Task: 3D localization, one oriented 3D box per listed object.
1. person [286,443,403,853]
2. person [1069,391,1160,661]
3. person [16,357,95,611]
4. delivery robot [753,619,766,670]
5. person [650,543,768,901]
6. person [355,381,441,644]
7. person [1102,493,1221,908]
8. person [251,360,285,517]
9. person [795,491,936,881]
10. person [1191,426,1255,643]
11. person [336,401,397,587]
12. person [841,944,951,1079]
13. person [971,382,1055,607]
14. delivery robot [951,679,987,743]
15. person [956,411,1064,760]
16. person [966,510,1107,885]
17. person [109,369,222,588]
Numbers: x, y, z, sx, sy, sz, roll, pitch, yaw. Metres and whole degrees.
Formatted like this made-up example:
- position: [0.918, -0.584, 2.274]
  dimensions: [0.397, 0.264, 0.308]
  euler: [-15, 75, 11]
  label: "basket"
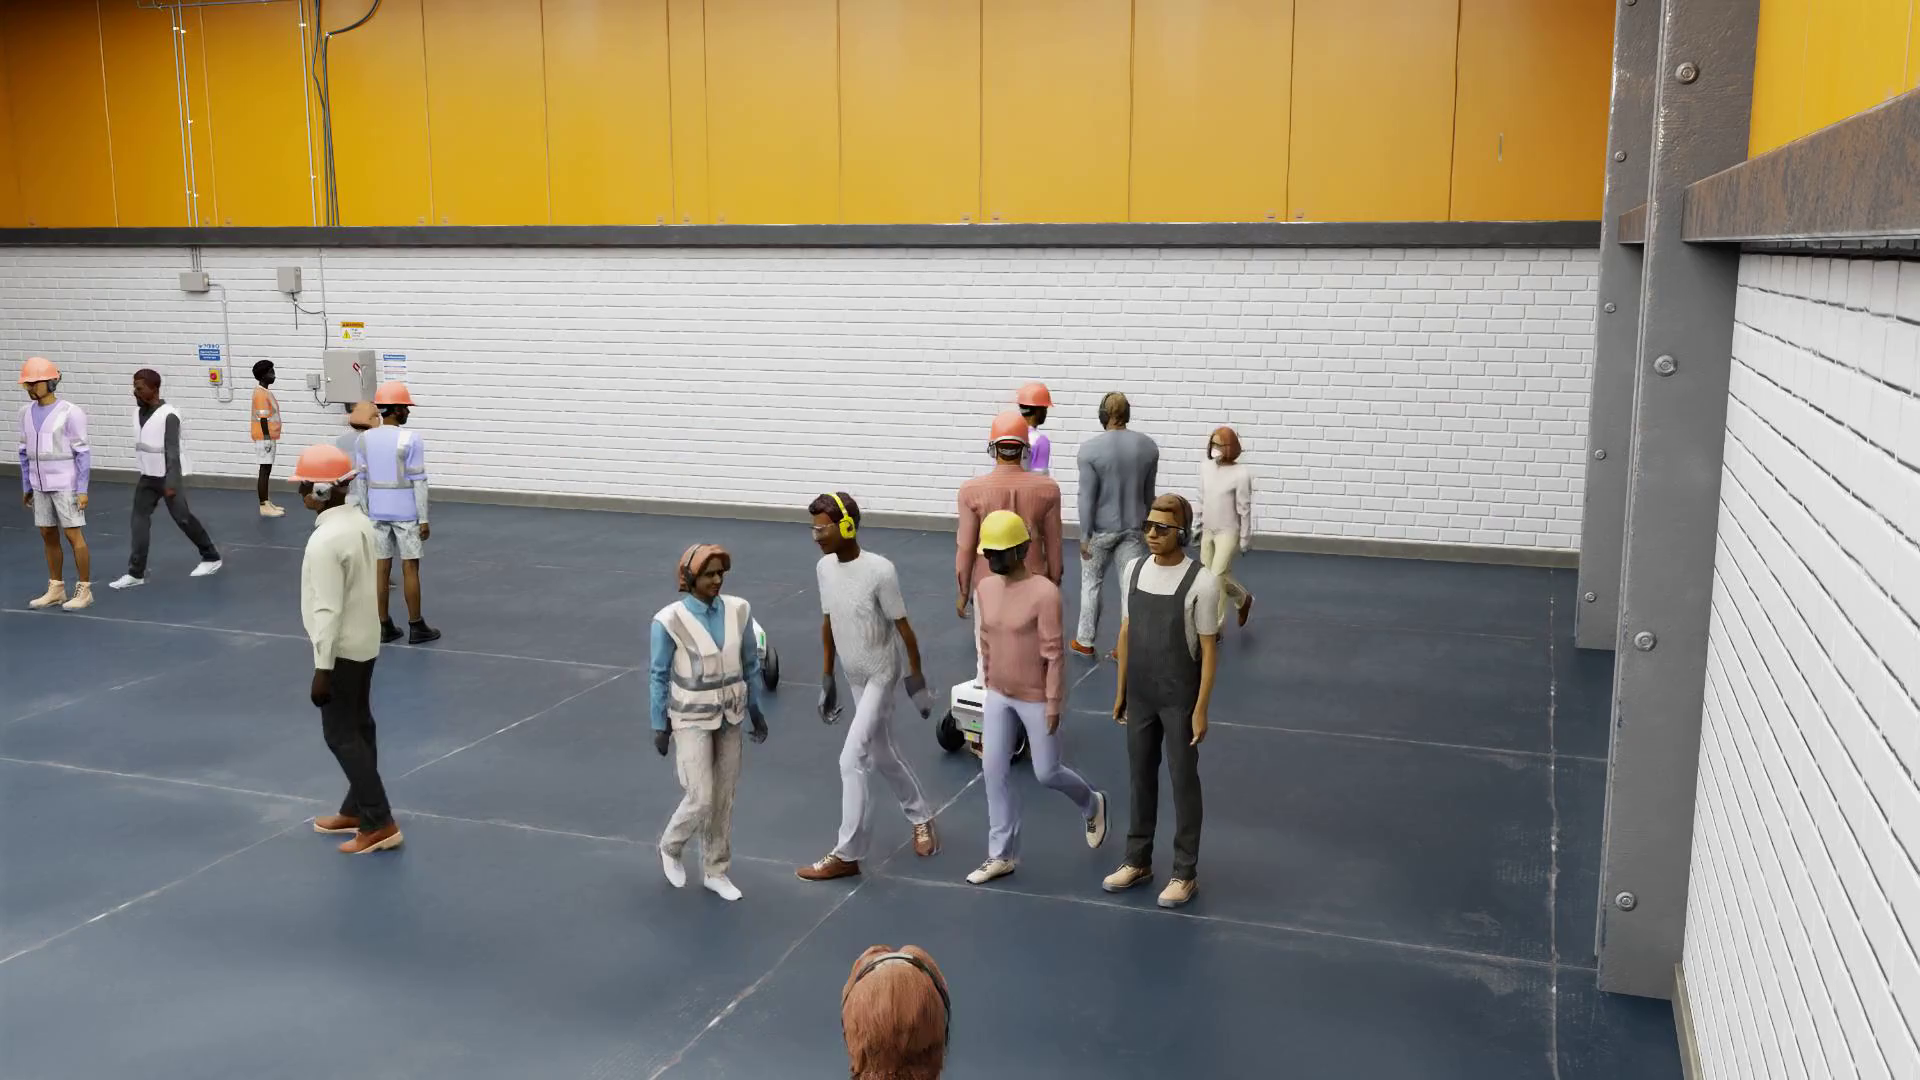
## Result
- position: [-2.996, 0.522, 8.040]
  dimensions: [0.422, 2.002, 0.616]
  euler: [0, 10, -1]
  label: "person"
- position: [1.058, -0.088, 11.672]
  dimensions: [0.646, 1.929, 0.624]
  euler: [-3, 11, -18]
  label: "person"
- position: [-7.256, -0.440, 13.293]
  dimensions: [0.614, 2.040, 0.391]
  euler: [3, 10, 15]
  label: "person"
- position: [-1.520, 0.641, 11.129]
  dimensions: [0.477, 0.478, 0.707]
  euler: [-3, 10, -17]
  label: "delivery robot"
- position: [-1.115, 0.813, 7.407]
  dimensions: [0.519, 1.626, 0.381]
  euler: [-10, 14, -44]
  label: "person"
- position: [-4.140, -0.196, 12.225]
  dimensions: [0.547, 1.934, 0.376]
  euler: [2, 10, 14]
  label: "person"
- position: [0.902, 0.704, 7.404]
  dimensions: [0.506, 1.846, 0.346]
  euler: [8, 13, 39]
  label: "person"
- position: [-7.492, -1.099, 17.978]
  dimensions: [0.317, 1.695, 0.540]
  euler: [-4, 11, -20]
  label: "person"
- position: [-0.392, 0.660, 7.788]
  dimensions: [0.819, 1.815, 0.524]
  euler: [-7, 12, -35]
  label: "person"
- position: [1.973, -0.048, 12.271]
  dimensions: [0.620, 1.612, 0.501]
  euler: [-7, 12, -34]
  label: "person"
- position: [-4.986, -0.356, 14.011]
  dimensions: [0.519, 1.611, 0.506]
  euler: [0, 10, 1]
  label: "person"
- position: [-0.105, 1.565, 3.147]
  dimensions: [0.536, 1.624, 0.423]
  euler: [0, 10, 0]
  label: "person"
- position: [0.446, -0.222, 12.433]
  dimensions: [0.612, 1.916, 0.563]
  euler: [-7, 12, -33]
  label: "person"
- position: [0.272, 0.902, 9.659]
  dimensions: [0.477, 0.478, 0.707]
  euler: [8, 13, 37]
  label: "delivery robot"
- position: [0.278, 0.264, 9.462]
  dimensions: [0.622, 1.993, 0.382]
  euler: [-2, 10, -9]
  label: "person"
- position: [0.352, 0.699, 7.724]
  dimensions: [0.556, 1.730, 0.735]
  euler: [9, 14, 43]
  label: "person"
- position: [-6.923, -0.559, 14.454]
  dimensions: [0.606, 1.877, 0.984]
  euler: [6, 12, 31]
  label: "person"
